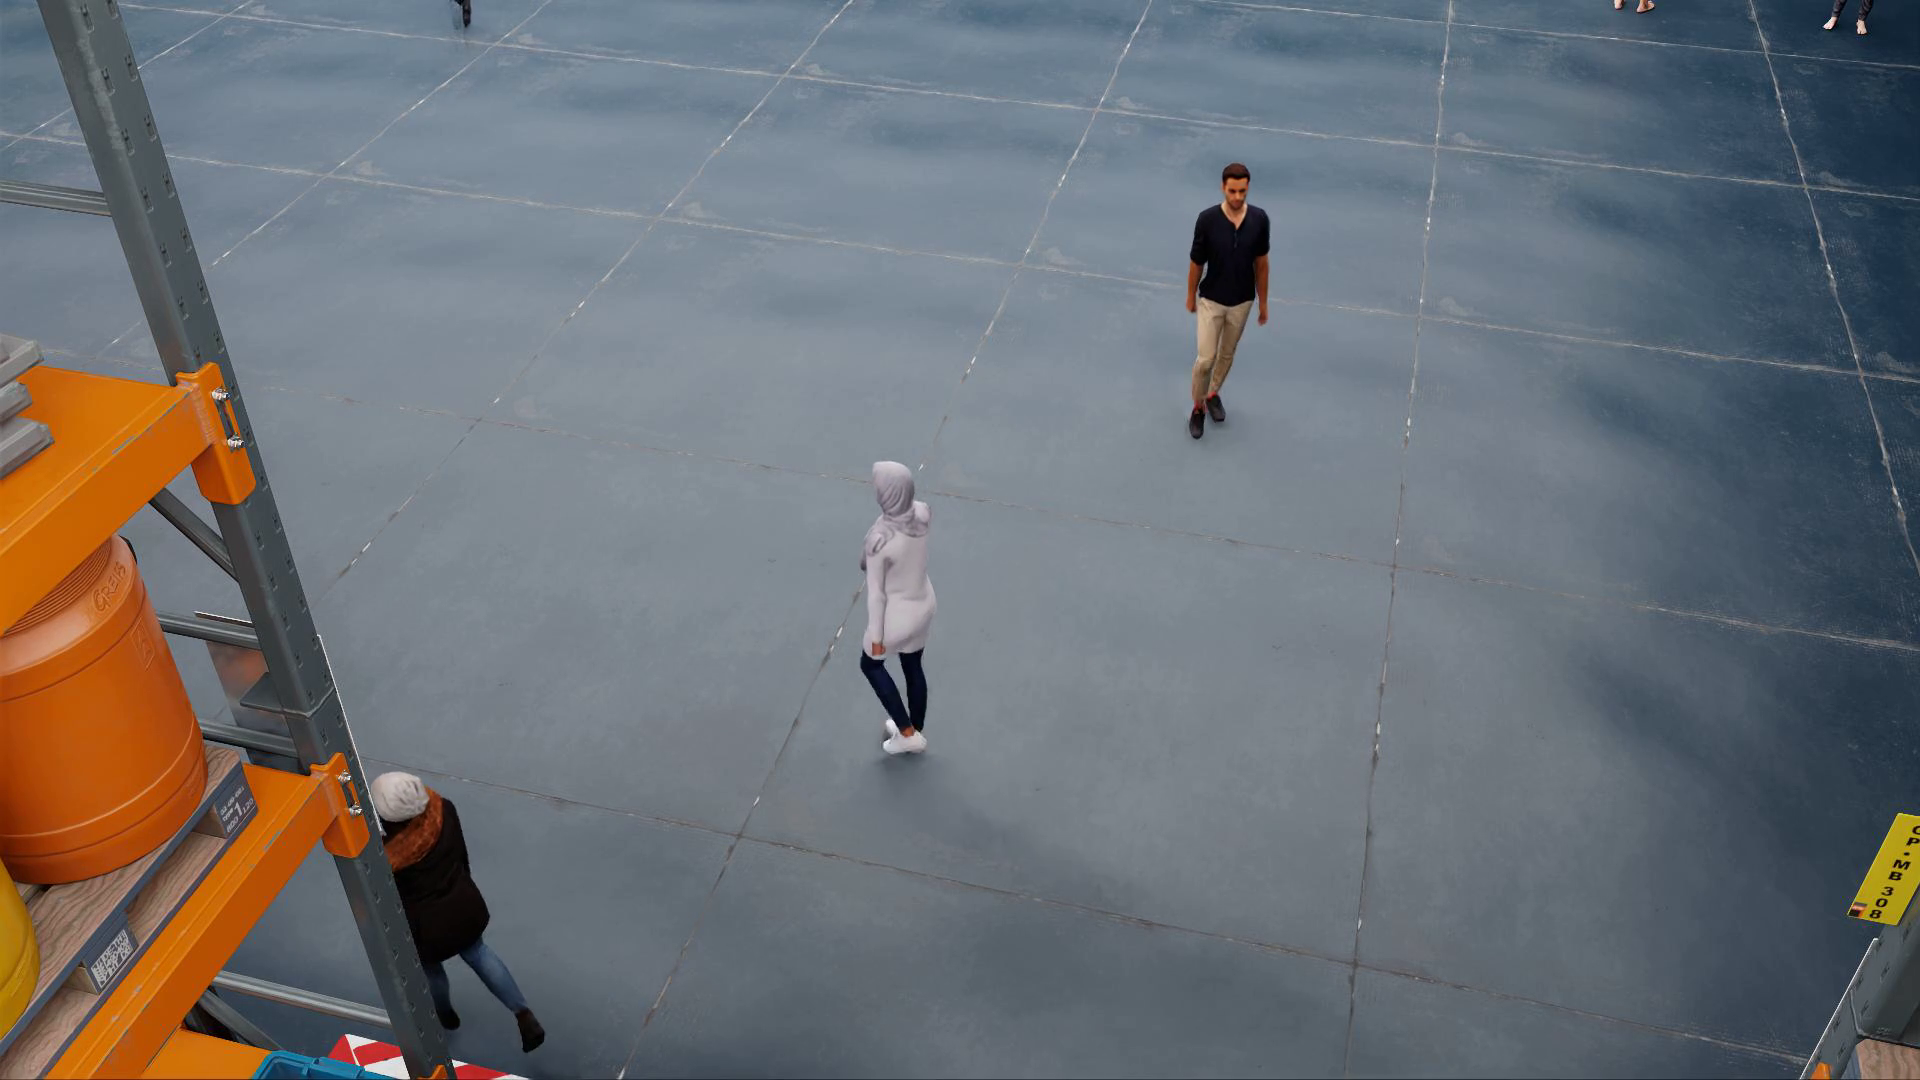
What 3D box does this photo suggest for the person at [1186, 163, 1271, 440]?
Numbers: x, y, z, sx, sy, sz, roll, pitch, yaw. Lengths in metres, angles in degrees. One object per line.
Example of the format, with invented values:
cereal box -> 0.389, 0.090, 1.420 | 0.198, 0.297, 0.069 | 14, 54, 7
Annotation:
person -> 1.676, -1.582, 10.600 | 0.769, 1.842, 0.823 | -5, 38, -6

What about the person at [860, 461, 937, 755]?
person -> -0.220, 0.402, 8.125 | 0.788, 1.766, 0.701 | 29, 47, 32

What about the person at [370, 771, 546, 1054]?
person -> -2.075, 1.542, 6.787 | 0.901, 1.619, 0.992 | 22, 43, 26
